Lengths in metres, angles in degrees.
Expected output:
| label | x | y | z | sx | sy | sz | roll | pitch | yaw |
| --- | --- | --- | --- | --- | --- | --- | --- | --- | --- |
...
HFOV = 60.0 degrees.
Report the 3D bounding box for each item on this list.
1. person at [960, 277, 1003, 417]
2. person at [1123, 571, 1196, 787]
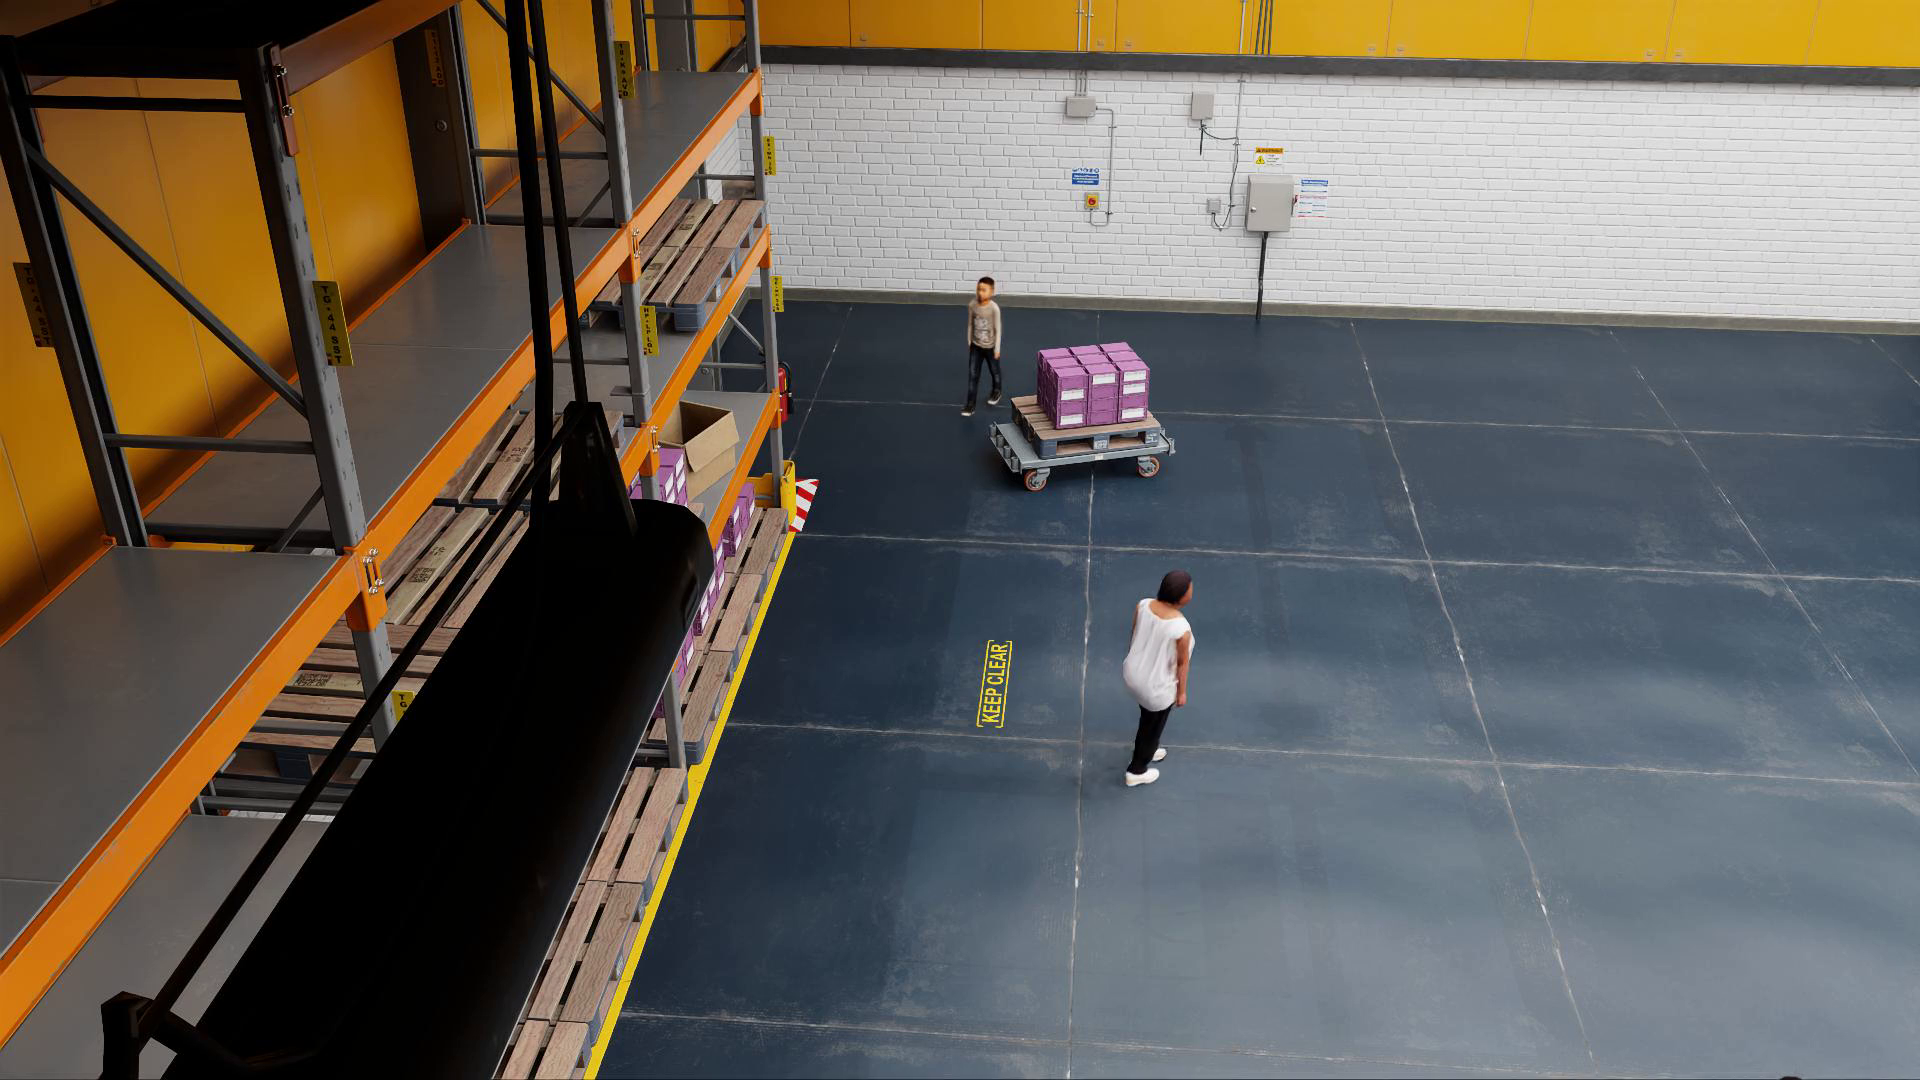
| label | x | y | z | sx | sy | sz | roll | pitch | yaw |
| --- | --- | --- | --- | --- | --- | --- | --- | --- | --- |
| person | 0.299 | -2.033 | 17.267 | 0.786 | 1.428 | 1.052 | 12 | 31 | 21 |
| person | 1.306 | 0.977 | 11.503 | 0.857 | 1.663 | 0.778 | -15 | 32 | -26 |
